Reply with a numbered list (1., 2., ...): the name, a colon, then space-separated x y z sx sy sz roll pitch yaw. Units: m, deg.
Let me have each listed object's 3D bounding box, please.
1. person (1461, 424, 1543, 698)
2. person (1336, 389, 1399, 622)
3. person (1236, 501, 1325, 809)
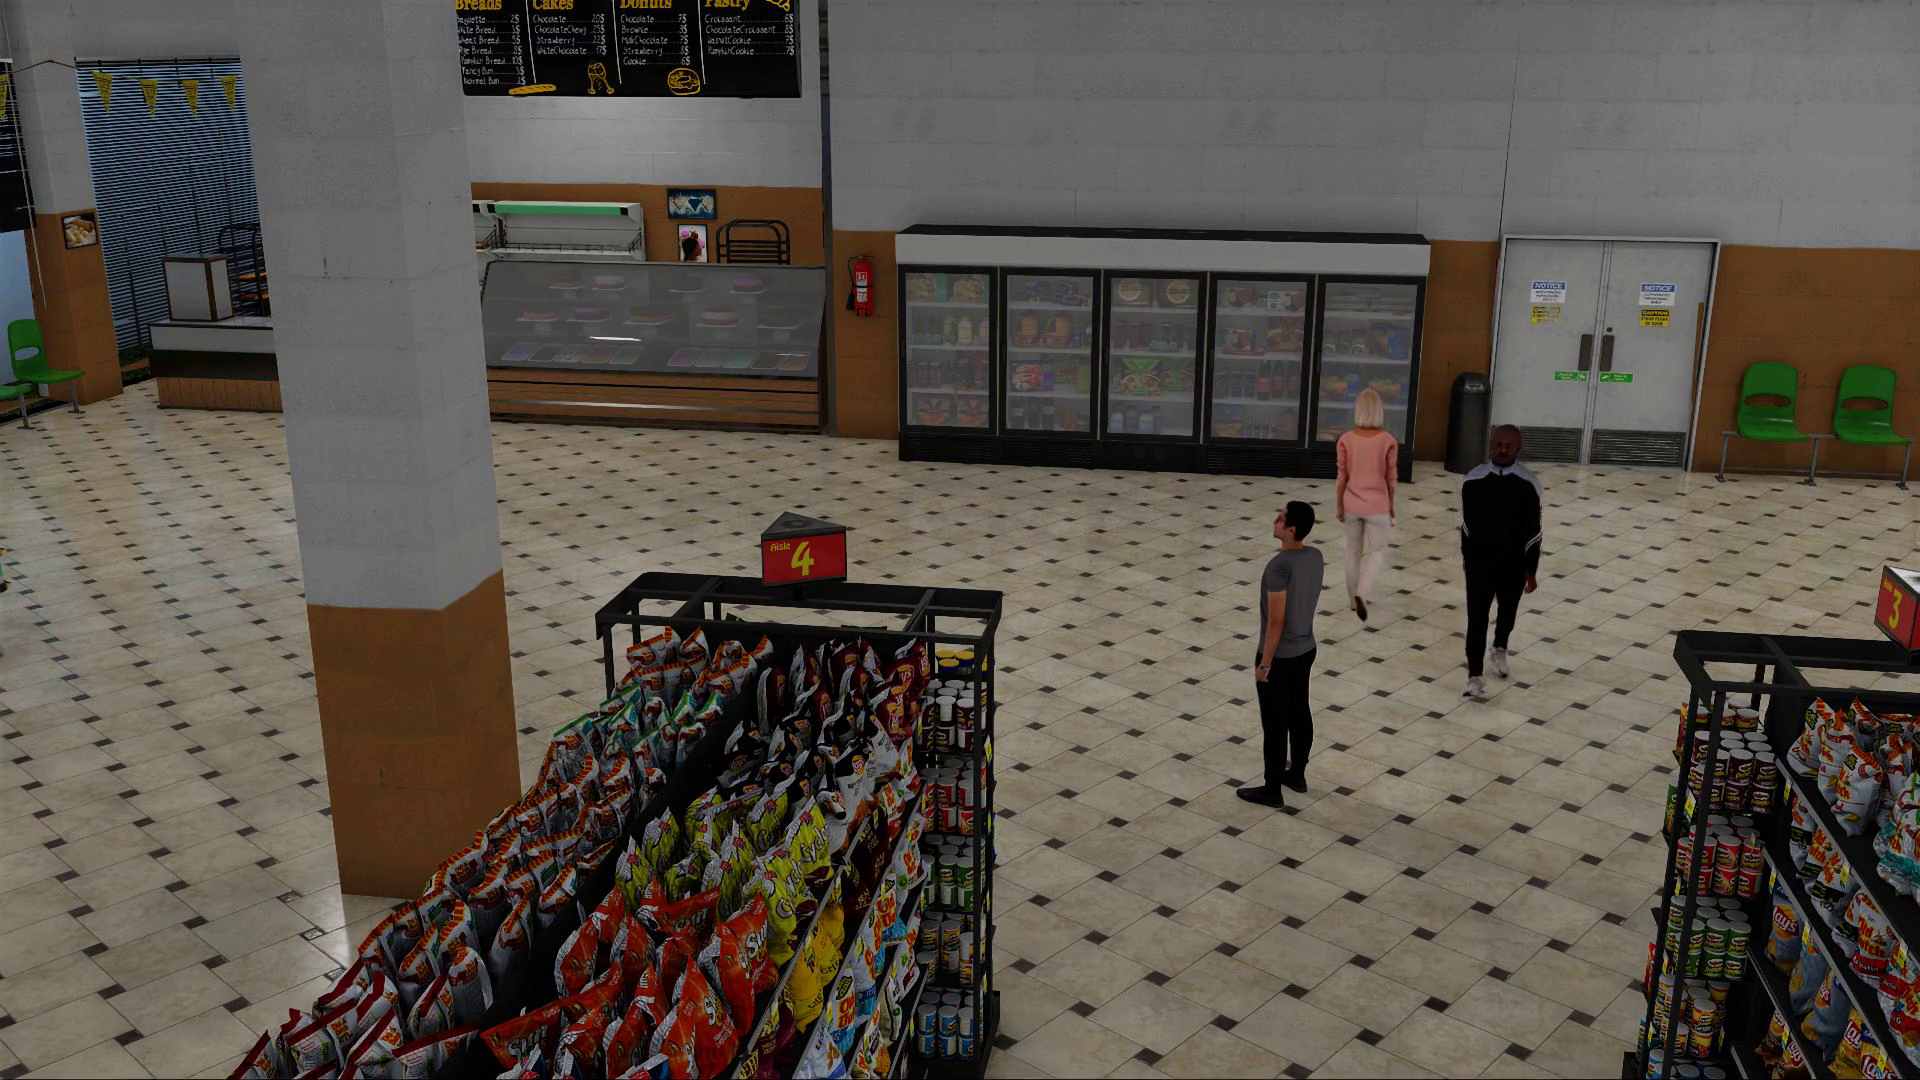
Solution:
1. person: 3.557 0.101 10.954 0.875 1.785 1.250 7 18 21
2. person: 2.972 -0.235 12.190 0.716 1.710 0.988 6 18 20
3. person: 1.825 0.622 9.295 0.767 1.753 0.661 15 23 41
